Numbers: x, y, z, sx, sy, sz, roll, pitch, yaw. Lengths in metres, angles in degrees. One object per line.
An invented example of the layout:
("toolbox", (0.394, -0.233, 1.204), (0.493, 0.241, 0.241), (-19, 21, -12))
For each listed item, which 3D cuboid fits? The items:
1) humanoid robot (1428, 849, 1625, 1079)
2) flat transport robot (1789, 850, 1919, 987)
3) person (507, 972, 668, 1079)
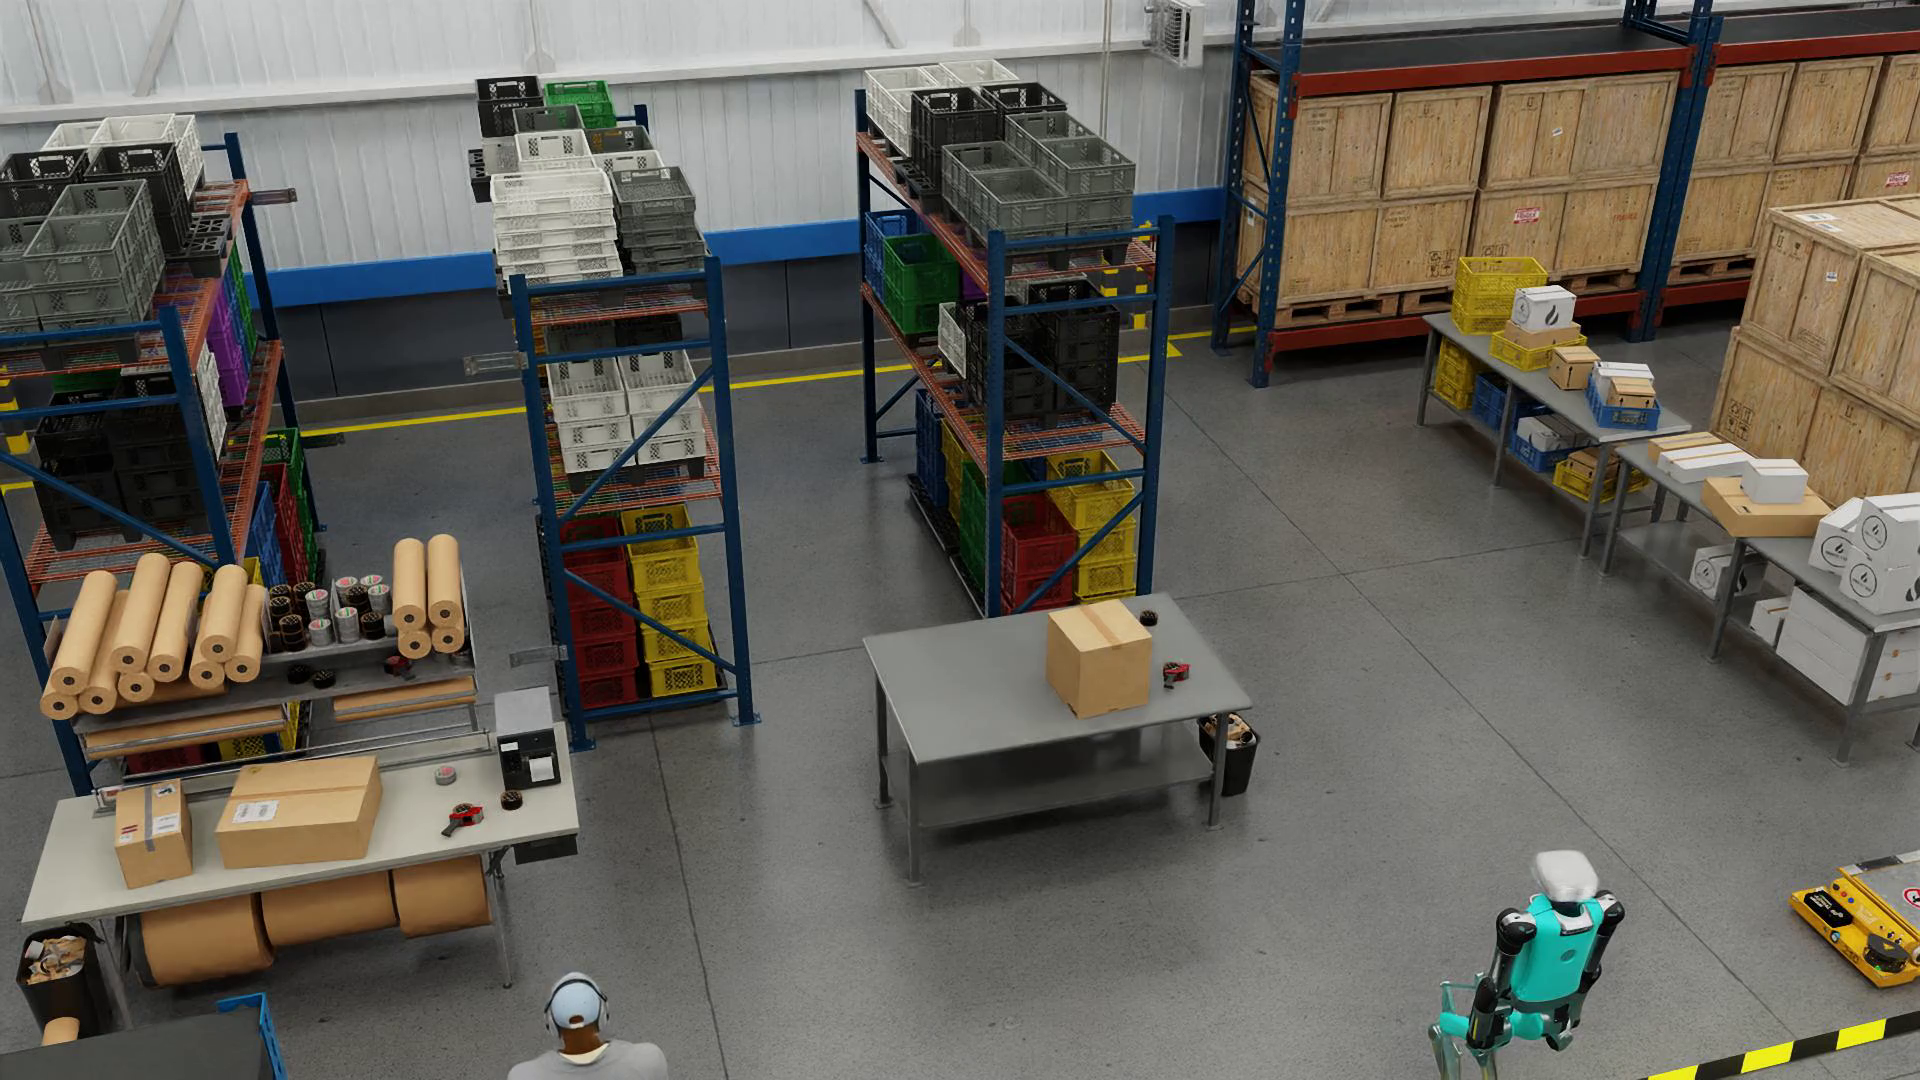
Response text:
("humanoid robot", (2.298, 1.897, 7.051), (0.533, 1.672, 0.735), (-8, 30, -14))
("flat transport robot", (5.163, 1.916, 8.676), (1.431, 0.231, 0.659), (-8, 30, -14))
("person", (-1.343, 2.344, 6.254), (0.587, 1.850, 0.388), (-7, 30, -13))
